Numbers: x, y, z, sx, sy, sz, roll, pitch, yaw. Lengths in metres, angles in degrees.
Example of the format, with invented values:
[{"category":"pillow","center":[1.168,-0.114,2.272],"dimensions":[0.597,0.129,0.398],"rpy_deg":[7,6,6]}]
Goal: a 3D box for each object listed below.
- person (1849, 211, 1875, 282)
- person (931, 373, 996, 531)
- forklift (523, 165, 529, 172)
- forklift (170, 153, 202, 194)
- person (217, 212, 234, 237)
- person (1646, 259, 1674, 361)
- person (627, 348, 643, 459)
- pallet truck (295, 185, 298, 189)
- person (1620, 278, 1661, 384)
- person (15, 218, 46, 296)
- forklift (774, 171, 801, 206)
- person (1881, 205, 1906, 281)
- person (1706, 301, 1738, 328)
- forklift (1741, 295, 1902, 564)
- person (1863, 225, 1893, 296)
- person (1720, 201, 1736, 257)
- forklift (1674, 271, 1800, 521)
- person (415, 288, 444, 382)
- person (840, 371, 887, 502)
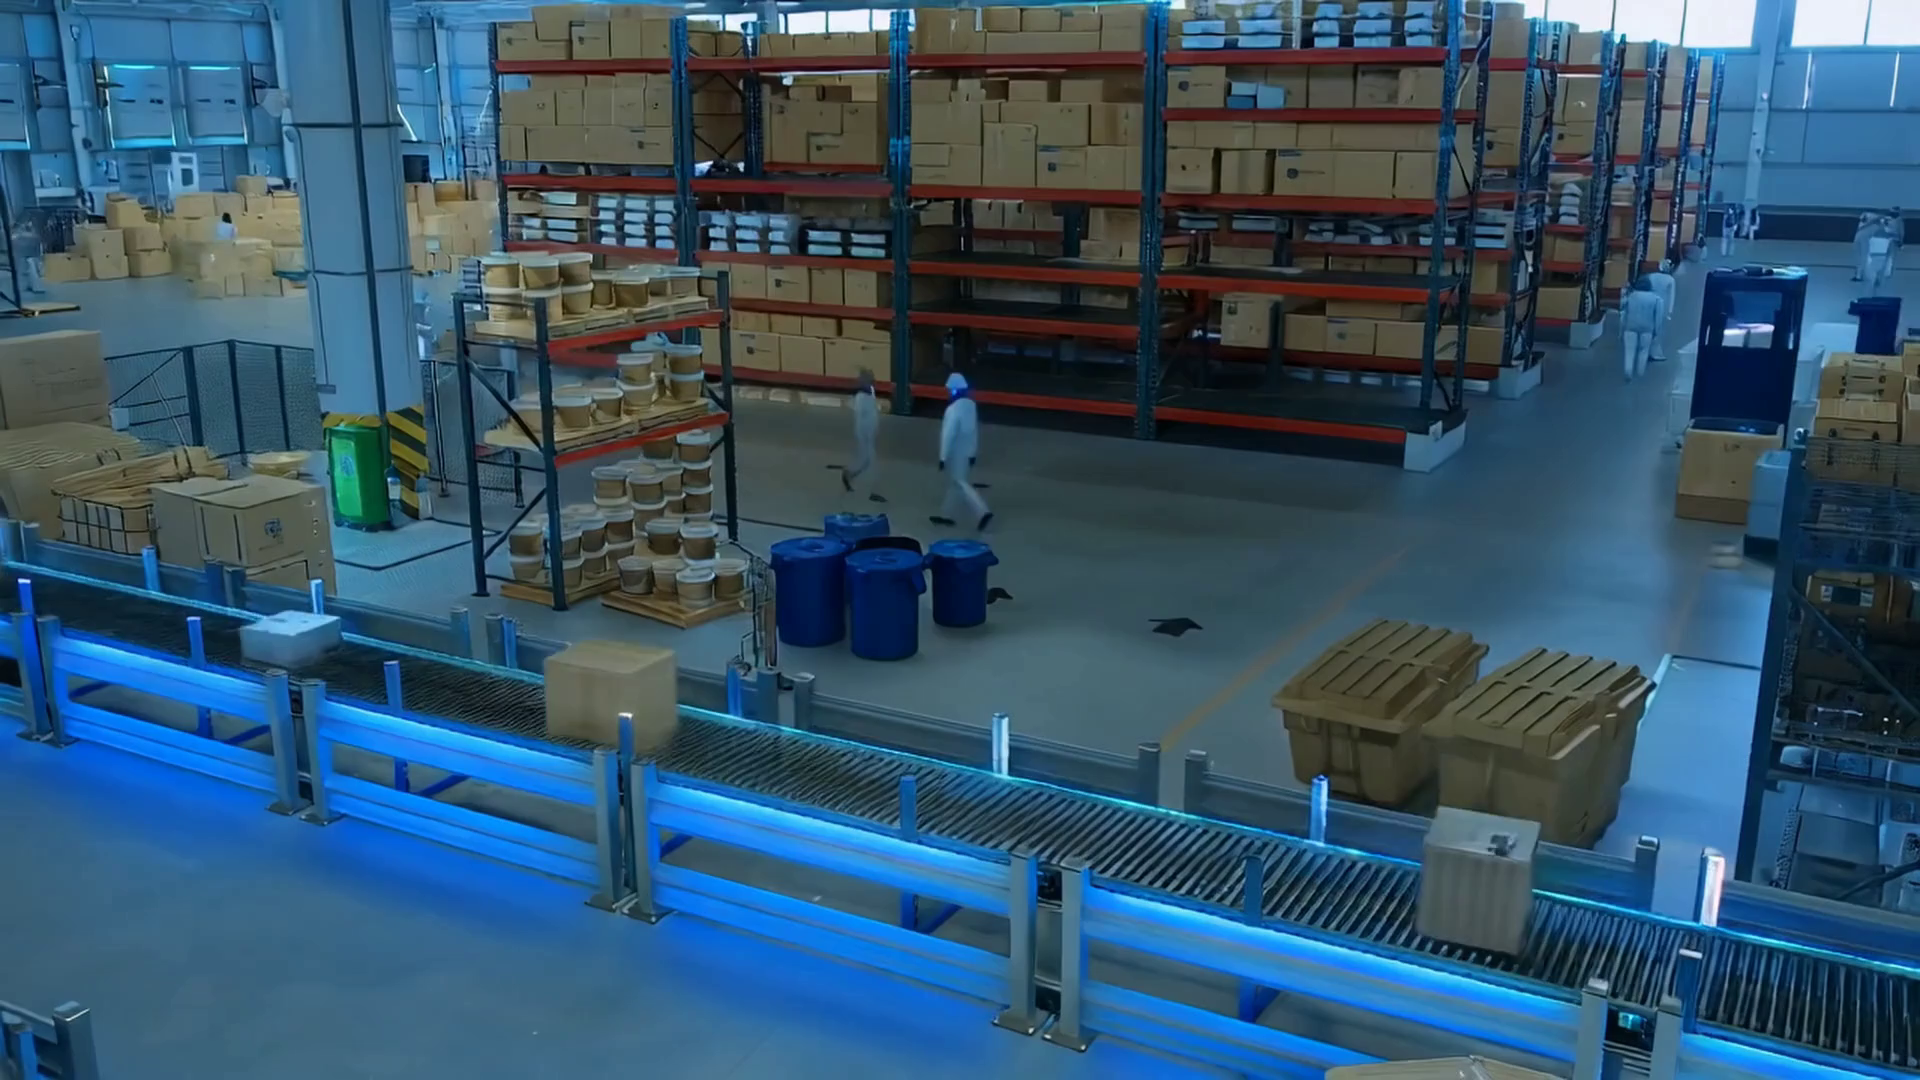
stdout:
[{"category":"person","center":[24.085,-7.840,44.465],"dimensions":[0.438,1.905,0.707],"rpy_deg":[0,15,-1]},{"category":"person","center":[0.041,-0.992,18.908],"dimensions":[0.842,1.807,0.595],"rpy_deg":[7,16,25]},{"category":"forklift","center":[-16.560,-13.622,64.309],"dimensions":[1.873,2.768,1.129],"rpy_deg":[3,15,10]},{"category":"forklift","center":[-28.889,-13.072,62.240],"dimensions":[1.873,2.768,1.129],"rpy_deg":[8,17,28]},{"category":"person","center":[-19.206,-7.631,43.619],"dimensions":[0.650,1.926,0.505],"rpy_deg":[8,17,28]},{"category":"person","center":[13.107,-4.298,31.145],"dimensions":[0.399,1.901,0.643],"rpy_deg":[-6,16,-22]},{"category":"person","center":[-3.892,-1.427,20.300],"dimensions":[0.399,1.922,0.553],"rpy_deg":[8,17,28]},{"category":"pallet truck","center":[-26.804,-14.617,69.738],"dimensions":[1.885,1.965,0.823],"rpy_deg":[-14,20,-42]},{"category":"person","center":[11.734,-3.612,28.762],"dimensions":[0.617,1.805,0.906],"rpy_deg":[6,16,21]},{"category":"person","center":[-23.194,-7.061,41.487],"dimensions":[0.747,1.924,0.638],"rpy_deg":[7,16,23]},{"category":"forklift","center":[-5.539,-10.782,53.632],"dimensions":[1.129,2.768,1.873],"rpy_deg":[8,17,27]},{"category":"person","center":[25.040,-7.985,44.756],"dimensions":[0.617,2.026,0.456],"rpy_deg":[8,17,29]},{"category":"person","center":[12.435,-3.114,27.209],"dimensions":[0.511,1.617,0.466],"rpy_deg":[12,19,37]},{"category":"forklift","center":[9.340,-1.101,17.240],"dimensions":[1.873,2.768,1.129],"rpy_deg":[9,17,31]},{"category":"person","center":[22.265,-6.723,40.378],"dimensions":[0.599,1.828,0.440],"rpy_deg":[9,18,32]},{"category":"person","center":[23.880,-9.649,51.639],"dimensions":[0.322,1.697,0.533],"rpy_deg":[0,15,0]},{"category":"forklift","center":[9.269,-1.763,19.726],"dimensions":[1.129,2.768,1.873],"rpy_deg":[8,17,27]},{"category":"person","center":[-9.236,-3.536,28.769],"dimensions":[0.523,1.638,0.310],"rpy_deg":[5,16,20]},{"category":"person","center":[-1.197,-1.283,20.356],"dimensions":[0.651,1.618,0.504],"rpy_deg":[7,16,24]}]
